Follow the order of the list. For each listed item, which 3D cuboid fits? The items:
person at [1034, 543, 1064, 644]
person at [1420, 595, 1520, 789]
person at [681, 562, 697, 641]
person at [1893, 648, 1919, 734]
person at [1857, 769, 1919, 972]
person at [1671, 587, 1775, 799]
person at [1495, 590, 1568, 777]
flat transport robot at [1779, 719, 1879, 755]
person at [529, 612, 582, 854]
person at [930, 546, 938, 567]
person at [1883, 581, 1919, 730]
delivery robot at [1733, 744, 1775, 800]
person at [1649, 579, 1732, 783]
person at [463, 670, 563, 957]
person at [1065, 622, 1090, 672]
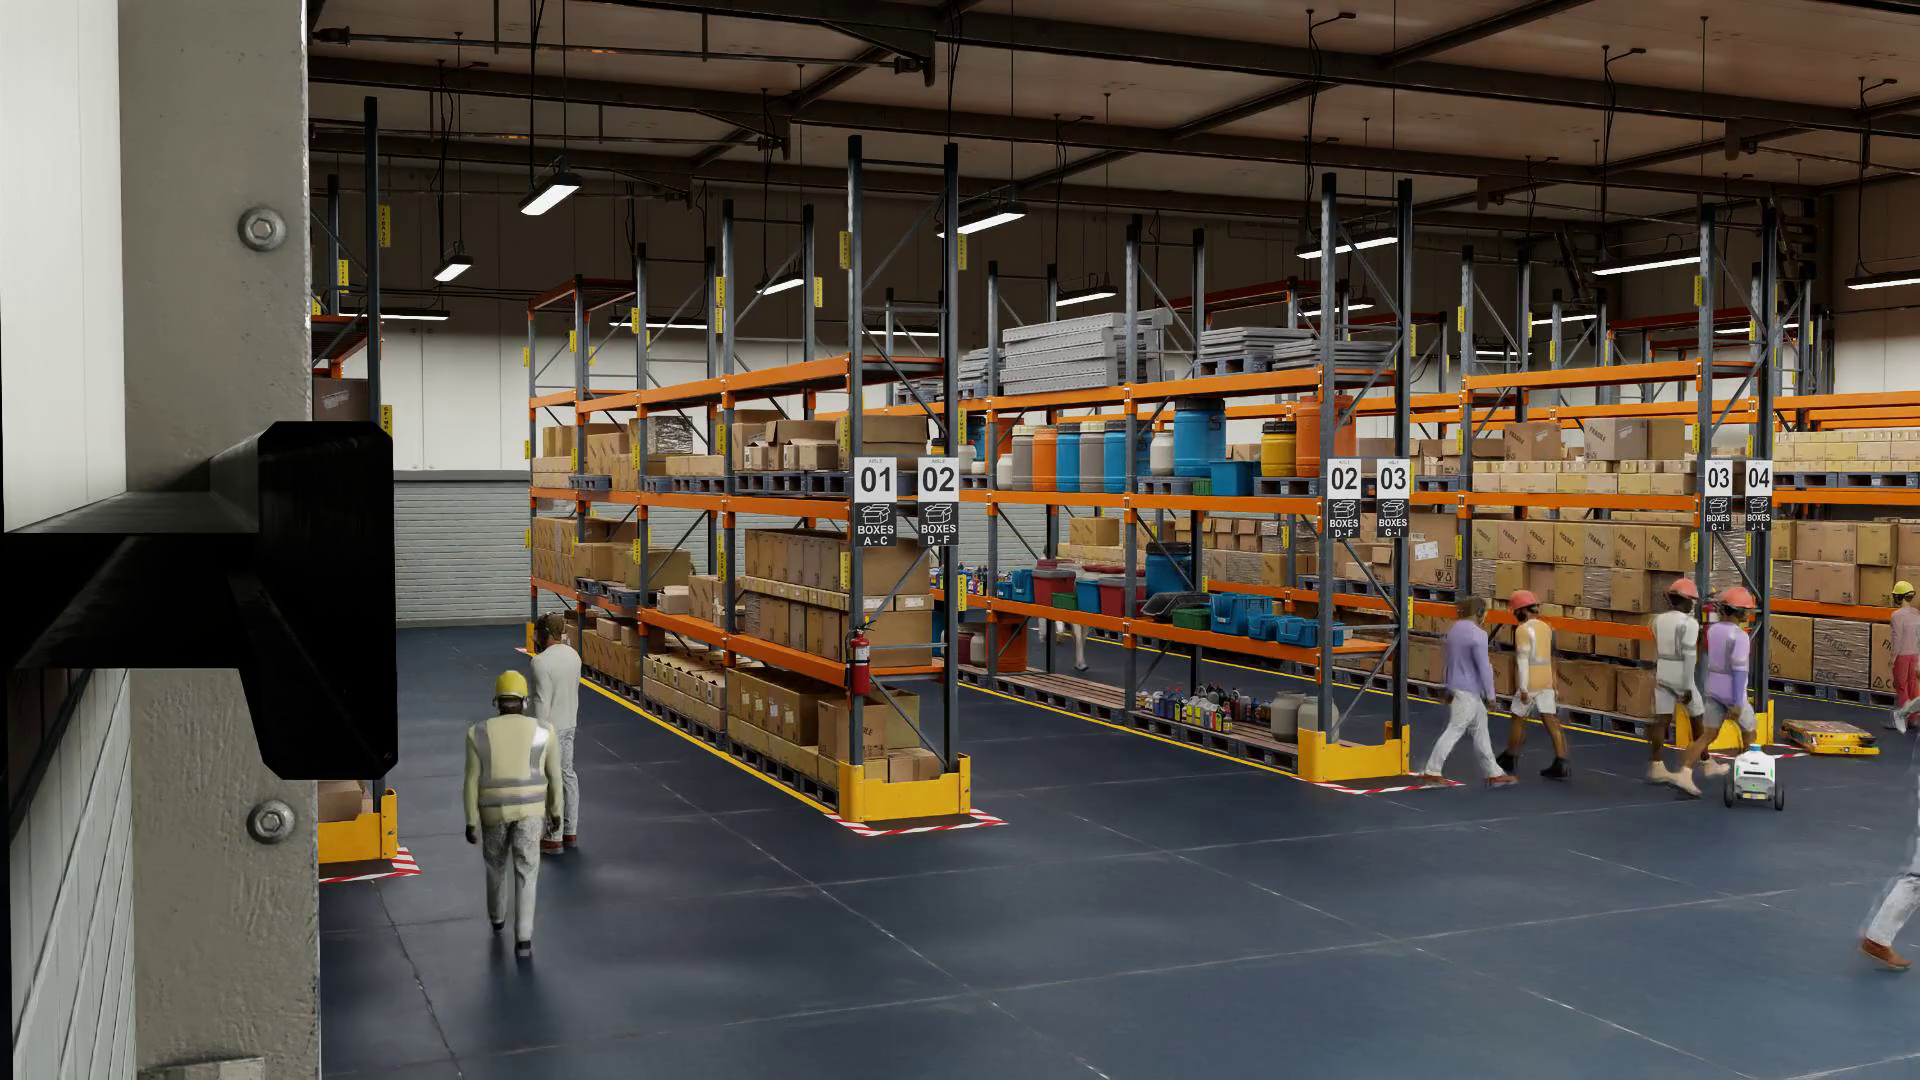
[{"bbox_3d":[1.621,0.949,31.869,0.637,1.817,0.847,0,2,-12],"label":"person"},{"bbox_3d":[4.918,1.470,17.344,0.996,1.884,0.628,0,2,-3],"label":"person"},{"bbox_3d":[-4.418,1.150,28.983,0.509,1.622,0.454,-1,2,-28],"label":"person"},{"bbox_3d":[11.038,1.428,20.380,0.492,1.720,0.675,-1,2,-28],"label":"person"},{"bbox_3d":[5.991,1.712,10.873,1.014,1.900,0.613,2,3,38],"label":"person"},{"bbox_3d":[7.181,1.432,16.827,1.014,2.005,0.632,0,2,-11],"label":"person"},{"bbox_3d":[5.765,1.442,18.110,0.548,1.873,0.969,-1,3,-34],"label":"person"},{"bbox_3d":[9.650,2.181,19.932,0.652,0.197,1.431,0,2,10],"label":"flat transport robot"},{"bbox_3d":[-3.292,1.547,14.495,0.356,1.938,0.638,1,2,16],"label":"person"},{"bbox_3d":[-0.528,0.754,34.640,0.406,1.986,0.618,2,3,37],"label":"person"},{"bbox_3d":[11.210,1.372,21.305,0.532,1.768,0.311,-1,3,-34],"label":"person"},{"bbox_3d":[7.326,2.126,16.517,0.477,0.478,0.707,1,2,24],"label":"delivery robot"},{"bbox_3d":[7.207,1.388,17.719,0.961,2.001,0.610,-1,2,-20],"label":"person"},{"bbox_3d":[-2.888,1.737,11.600,0.623,1.780,0.935,-1,2,-14],"label":"person"},{"bbox_3d":[1.885,1.223,27.391,0.532,1.594,0.861,-1,2,-22],"label":"person"}]
